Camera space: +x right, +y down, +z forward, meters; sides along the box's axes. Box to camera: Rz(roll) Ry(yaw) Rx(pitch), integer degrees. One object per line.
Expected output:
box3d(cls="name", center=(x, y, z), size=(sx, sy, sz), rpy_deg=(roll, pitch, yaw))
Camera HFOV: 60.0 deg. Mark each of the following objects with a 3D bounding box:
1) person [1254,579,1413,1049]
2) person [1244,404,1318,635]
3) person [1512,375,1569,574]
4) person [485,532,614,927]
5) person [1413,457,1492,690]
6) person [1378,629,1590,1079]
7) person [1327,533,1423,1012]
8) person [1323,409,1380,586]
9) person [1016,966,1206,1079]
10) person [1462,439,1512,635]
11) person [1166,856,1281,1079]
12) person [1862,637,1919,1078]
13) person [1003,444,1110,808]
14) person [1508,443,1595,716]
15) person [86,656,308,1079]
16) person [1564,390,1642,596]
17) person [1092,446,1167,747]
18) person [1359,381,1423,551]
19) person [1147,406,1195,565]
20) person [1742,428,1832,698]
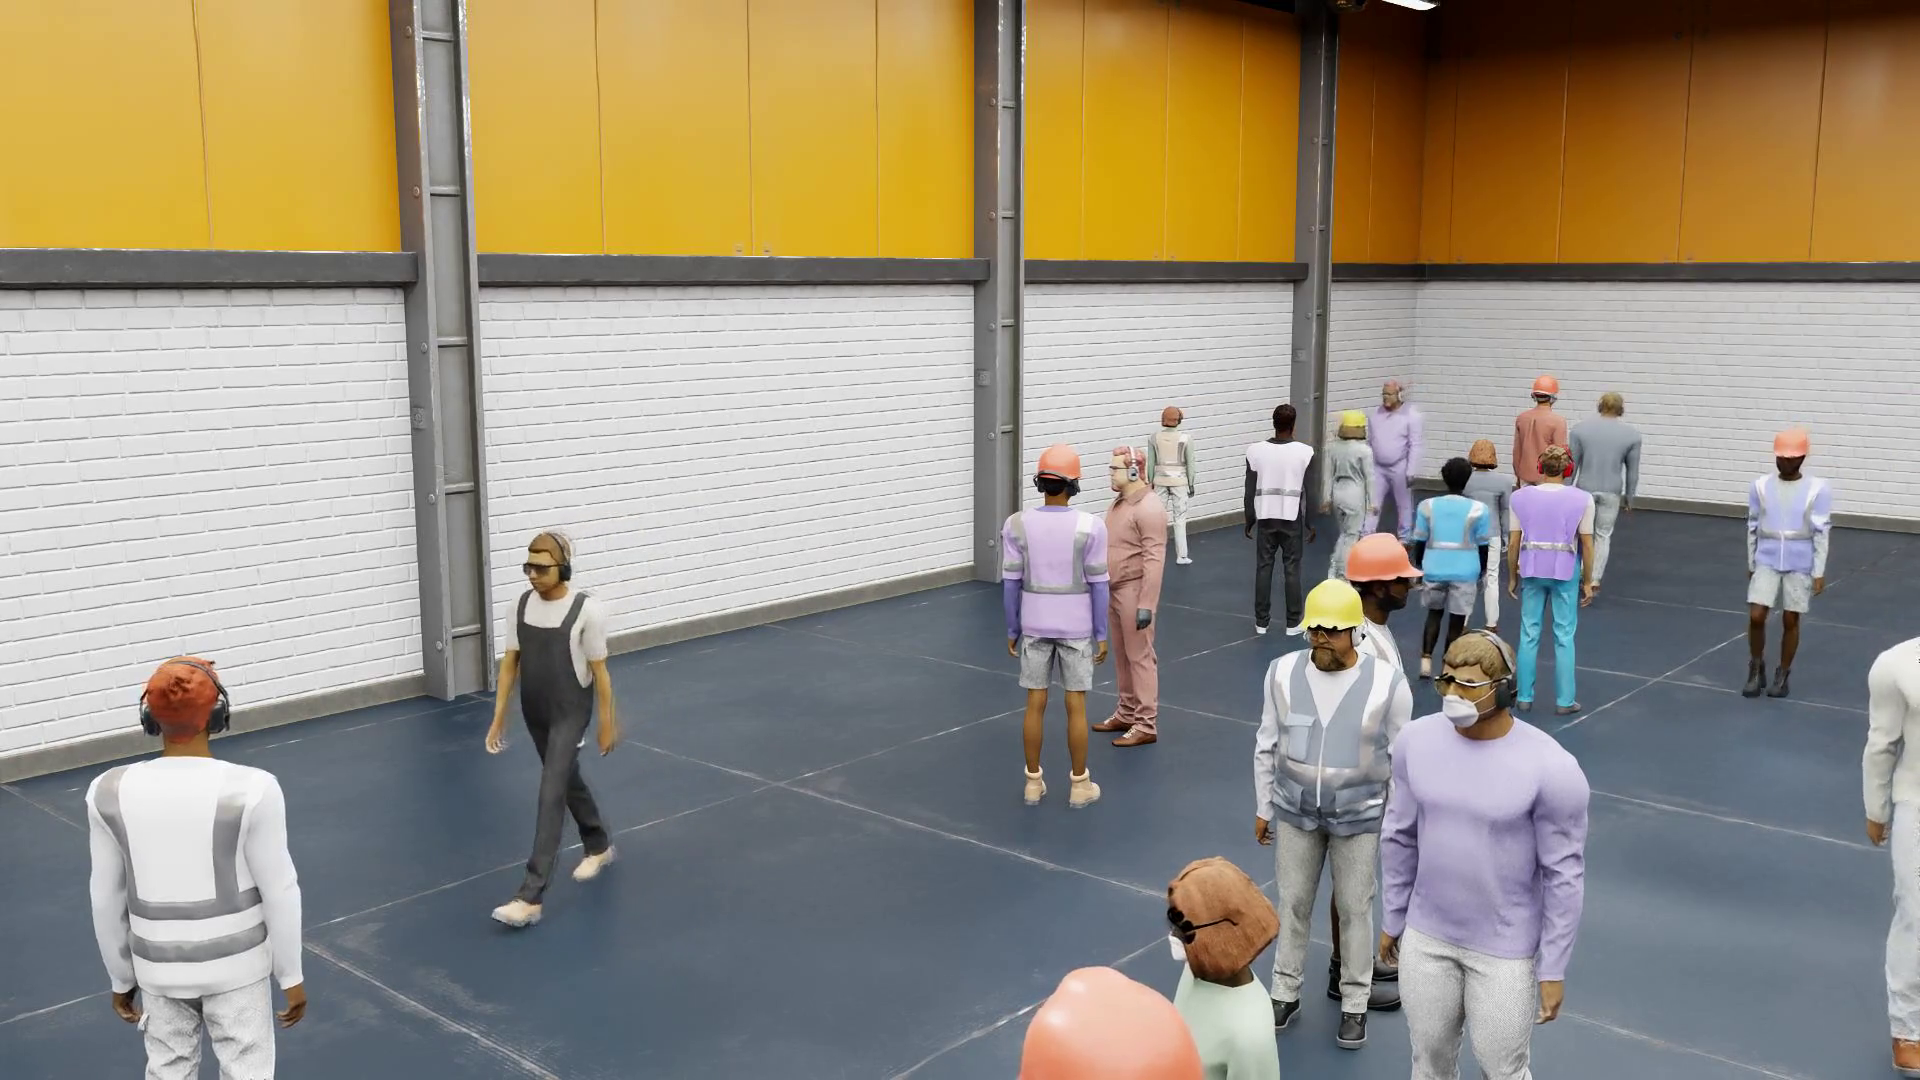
box3d(cls="person", center=(1.424, 1.048, 6.429), size=(0.600, 1.830, 0.403), rpy_deg=(4, 10, 25))
box3d(cls="person", center=(2.652, -0.165, 13.778), size=(0.598, 1.917, 0.375), rpy_deg=(3, 10, 20))
box3d(cls="person", center=(5.743, -0.628, 16.436), size=(0.370, 1.996, 0.622), rpy_deg=(-5, 11, -31))
box3d(cls="person", center=(-1.913, 0.846, 7.852), size=(0.512, 1.793, 1.012), rpy_deg=(4, 10, 24))
box3d(cls="person", center=(3.537, 0.243, 11.951), size=(0.528, 1.680, 0.413), rpy_deg=(6, 11, 31))
box3d(cls="person", center=(1.550, 1.216, 5.041), size=(0.353, 1.937, 0.635), rpy_deg=(-9, 12, -43))
box3d(cls="person", center=(1.683, 0.932, 6.818), size=(0.347, 1.942, 0.548), rpy_deg=(3, 9, 17))
box3d(cls="person", center=(3.679, -0.362, 15.615), size=(0.402, 1.730, 0.489), rpy_deg=(-6, 11, -34))
box3d(cls="person", center=(0.217, 1.592, 2.364), size=(0.607, 2.041, 0.377), rpy_deg=(-5, 10, -29))
box3d(cls="person", center=(4.293, -0.020, 13.758), size=(0.500, 1.633, 0.280), rpy_deg=(2, 9, 12))
box3d(cls="person", center=(0.599, 1.540, 3.964), size=(0.288, 1.633, 0.497), rpy_deg=(-2, 9, -10))
box3d(cls="person", center=(3.817, 1.025, 6.424), size=(0.617, 1.898, 0.954), rpy_deg=(4, 10, 22))
box3d(cls="person", center=(0.543, 0.484, 9.311), size=(0.605, 2.044, 0.375), rpy_deg=(3, 9, 16))
box3d(cls="person", center=(3.987, 0.271, 11.259), size=(0.564, 1.848, 0.388), rpy_deg=(5, 10, 29))
box3d(cls="person", center=(-2.217, 1.270, 4.907), size=(0.590, 1.880, 0.382), rpy_deg=(0, 9, -1))
box3d(cls="person", center=(5.943, -0.426, 15.431), size=(0.654, 1.912, 0.485), rpy_deg=(4, 10, 22))
box3d(cls="person", center=(1.062, 0.351, 10.577), size=(0.403, 1.906, 0.651), rpy_deg=(-2, 9, -14))
box3d(cls="person", center=(4.529, -0.746, 17.603), size=(0.676, 1.852, 0.975), rpy_deg=(8, 12, 41))
box3d(cls="person", center=(2.170, -0.556, 17.107), size=(0.514, 1.640, 0.310), rpy_deg=(4, 10, 26))
box3d(cls="person", center=(5.750, 0.183, 11.617), size=(0.549, 1.916, 0.584), rpy_deg=(7, 11, 36))
